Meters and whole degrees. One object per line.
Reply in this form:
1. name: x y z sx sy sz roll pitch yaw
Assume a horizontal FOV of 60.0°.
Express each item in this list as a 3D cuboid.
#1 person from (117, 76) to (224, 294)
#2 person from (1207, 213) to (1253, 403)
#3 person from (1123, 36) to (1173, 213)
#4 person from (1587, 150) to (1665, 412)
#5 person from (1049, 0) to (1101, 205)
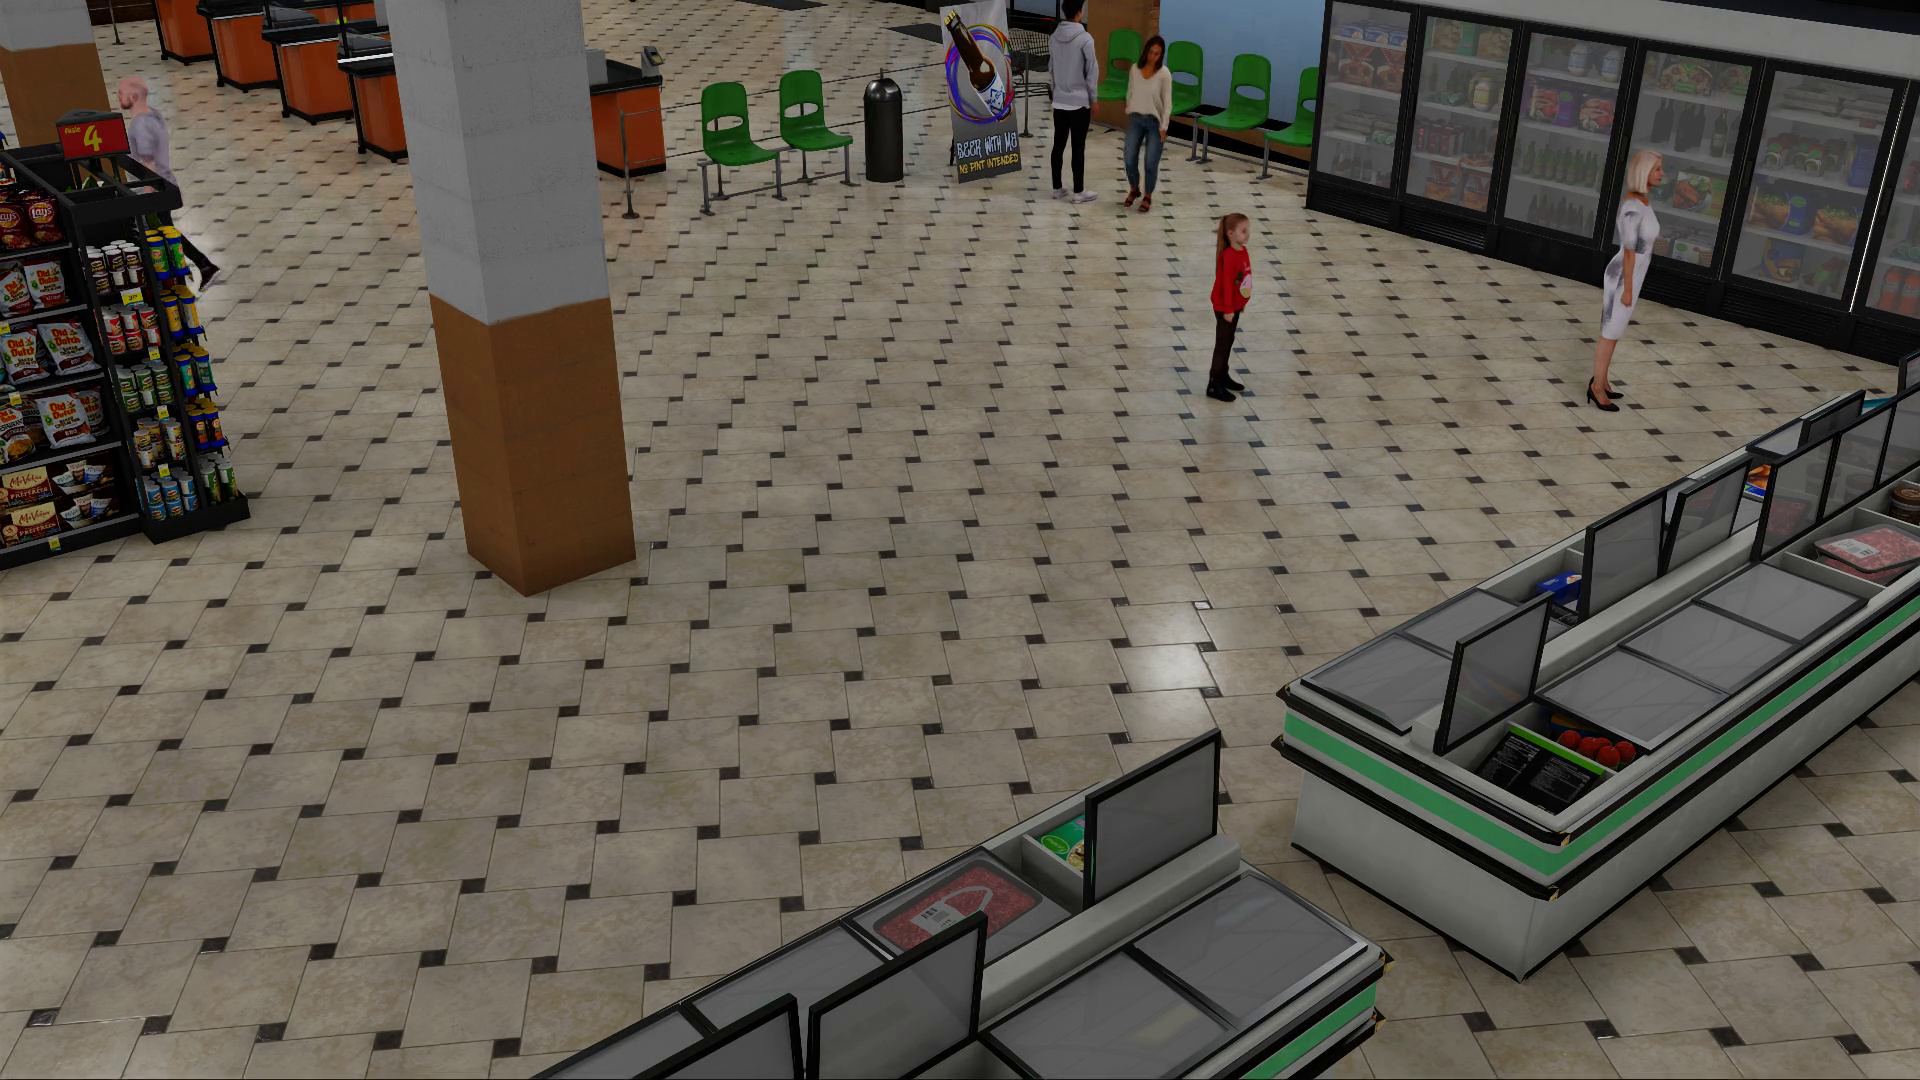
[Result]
1. person: -6.164 -2.687 12.931 0.978 1.827 0.887 -6 28 -12
2. person: 1.854 -1.612 11.417 0.625 1.280 0.525 12 29 22
3. person: 1.757 -3.874 15.470 0.755 1.648 0.782 17 32 31
4. person: 4.457 -1.746 11.160 0.692 1.752 0.572 12 29 22
5. person: 1.054 -4.183 15.767 0.738 1.930 0.696 18 32 31
